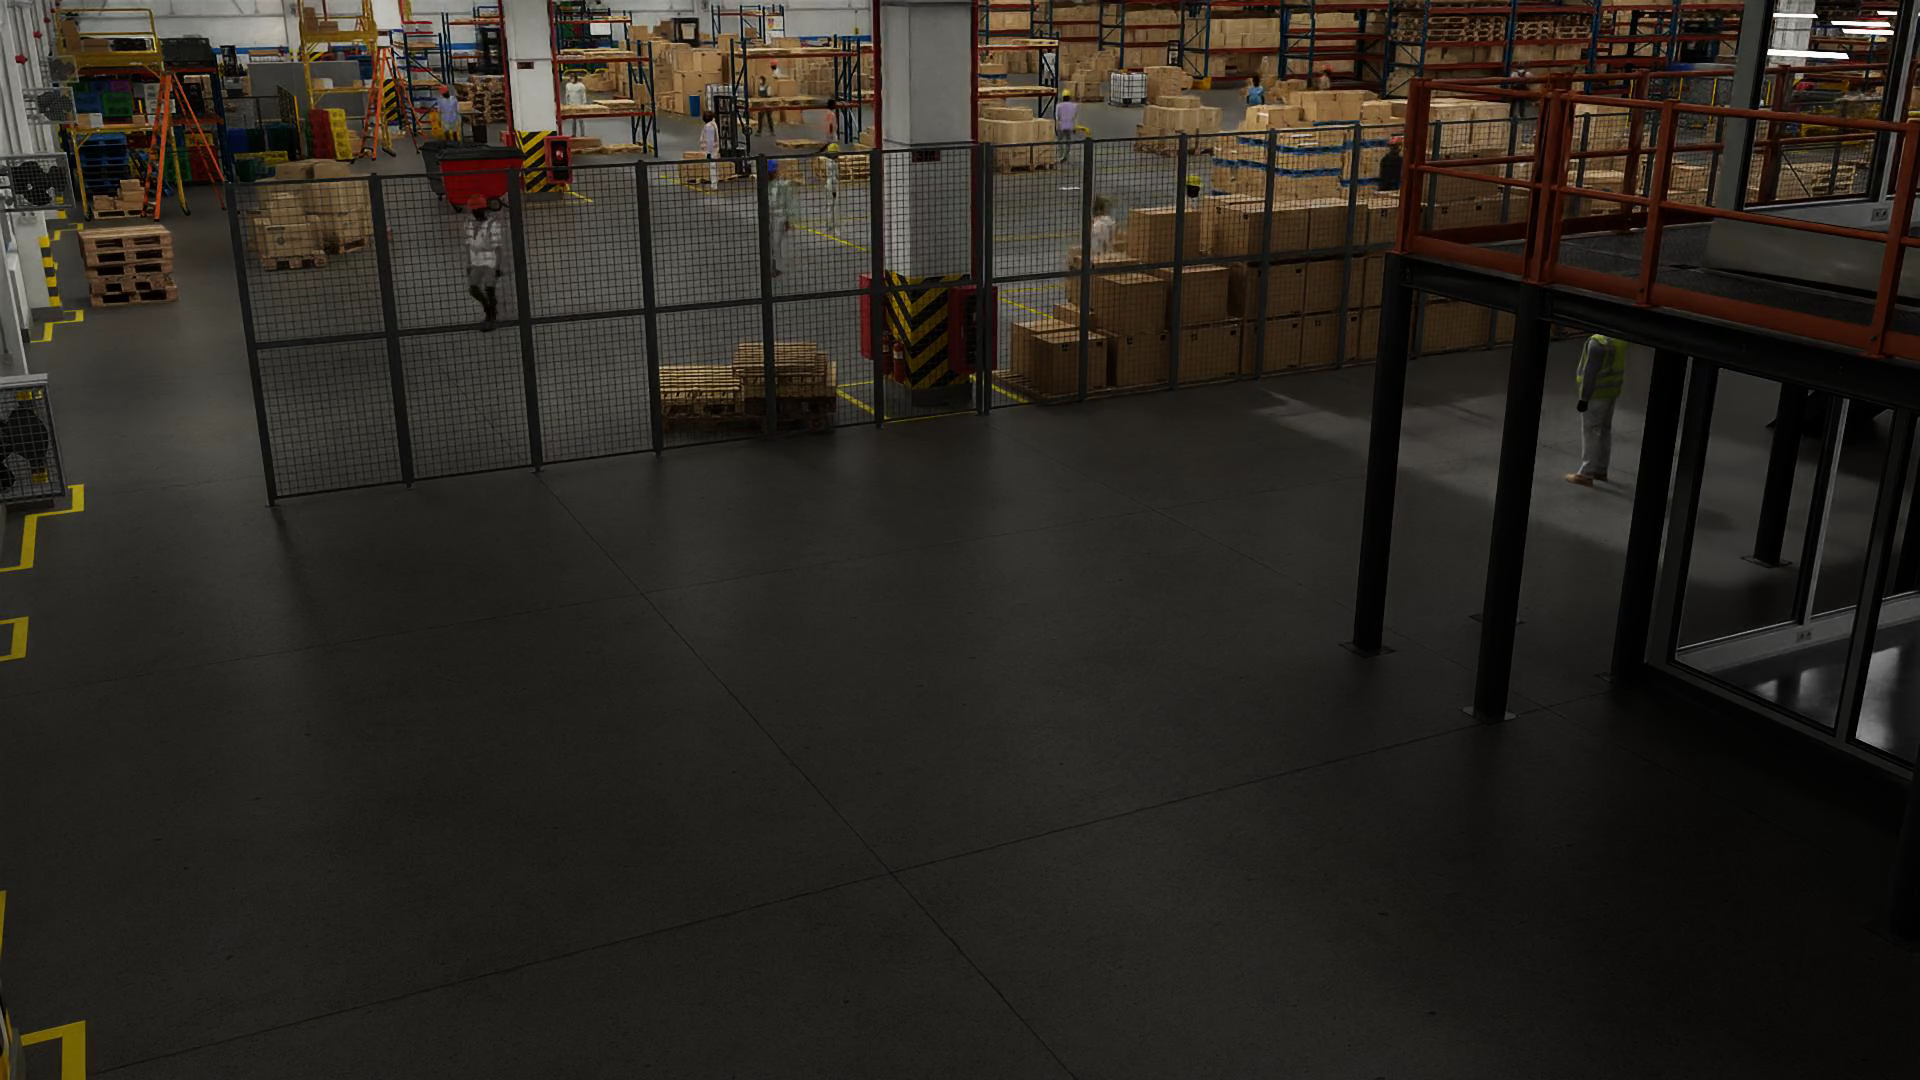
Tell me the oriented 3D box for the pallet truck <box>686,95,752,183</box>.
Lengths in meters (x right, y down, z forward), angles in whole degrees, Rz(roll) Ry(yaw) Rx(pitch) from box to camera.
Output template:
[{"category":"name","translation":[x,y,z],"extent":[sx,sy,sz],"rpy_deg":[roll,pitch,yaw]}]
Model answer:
[{"category":"pallet truck","translation":[-5.836,-9.608,39.856],"extent":[0.823,1.965,1.885],"rpy_deg":[10,22,27]}]

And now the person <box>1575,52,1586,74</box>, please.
[{"category":"person","translation":[24.691,-18.513,66.123],"extent":[0.542,1.695,0.316],"rpy_deg":[13,23,33]}]

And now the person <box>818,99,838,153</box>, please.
[{"category":"person","translation":[-3.410,-10.654,43.373],"extent":[0.683,1.674,0.540],"rpy_deg":[-5,20,-14]}]

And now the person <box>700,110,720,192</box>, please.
[{"category":"person","translation":[-5.702,-8.874,37.964],"extent":[0.430,1.845,0.624],"rpy_deg":[0,19,0]}]

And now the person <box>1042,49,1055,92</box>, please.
[{"category":"person","translation":[3.584,-18.854,66.706],"extent":[0.607,1.966,0.367],"rpy_deg":[0,19,-1]}]

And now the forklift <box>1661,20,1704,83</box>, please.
[{"category":"forklift","translation":[30.268,-20.118,68.990],"extent":[1.873,2.768,1.129],"rpy_deg":[-8,21,-22]}]

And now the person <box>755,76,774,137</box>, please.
[{"category":"person","translation":[-5.917,-13.111,50.323],"extent":[0.536,1.801,0.963],"rpy_deg":[7,20,20]}]

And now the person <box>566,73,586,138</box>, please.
[{"category":"person","translation":[-11.458,-12.951,49.644],"extent":[0.627,1.934,0.372],"rpy_deg":[3,19,10]}]

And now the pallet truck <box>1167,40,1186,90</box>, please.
[{"category":"pallet truck","translation":[9.045,-19.971,69.895],"extent":[0.823,1.965,1.885],"rpy_deg":[-3,19,-8]}]

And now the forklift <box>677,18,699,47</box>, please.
[{"category":"forklift","translation":[-11.715,-21.162,72.015],"extent":[1.129,2.768,1.873],"rpy_deg":[-6,20,-16]}]

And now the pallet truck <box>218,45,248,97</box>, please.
[{"category":"pallet truck","translation":[-28.879,-18.665,66.111],"extent":[0.823,1.965,1.885],"rpy_deg":[-3,19,-9]}]

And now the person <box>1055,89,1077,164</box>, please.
[{"category":"person","translation":[2.751,-10.786,43.399],"extent":[0.600,1.906,0.480],"rpy_deg":[-4,19,-11]}]

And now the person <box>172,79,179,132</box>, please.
[{"category":"person","translation":[-24.405,-13.456,51.566],"extent":[0.515,1.634,0.313],"rpy_deg":[13,23,33]}]

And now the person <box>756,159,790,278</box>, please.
[{"category":"person","translation":[-3.083,-5.342,27.583],"extent":[0.612,1.935,0.549],"rpy_deg":[6,20,18]}]

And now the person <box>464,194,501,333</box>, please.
[{"category":"person","translation":[-6.701,-3.887,23.371],"extent":[0.563,1.927,0.423],"rpy_deg":[6,20,17]}]

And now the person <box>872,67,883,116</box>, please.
[{"category":"person","translation":[-2.786,-15.671,57.551],"extent":[0.376,1.917,0.600],"rpy_deg":[-12,23,-32]}]

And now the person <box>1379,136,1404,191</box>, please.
[{"category":"person","translation":[8.037,-6.530,31.027],"extent":[0.842,1.928,0.632],"rpy_deg":[-14,23,-34]}]

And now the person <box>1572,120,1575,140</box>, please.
[{"category":"person","translation":[13.872,-9.113,38.356],"extent":[0.395,2.038,0.615],"rpy_deg":[-3,19,-8]}]

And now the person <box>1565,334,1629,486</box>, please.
[{"category":"person","translation":[6.318,-1.454,16.476],"extent":[0.431,1.836,0.619],"rpy_deg":[18,26,42]}]

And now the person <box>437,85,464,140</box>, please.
[{"category":"person","translation":[-13.815,-11.367,45.111],"extent":[0.668,1.888,0.691],"rpy_deg":[-3,19,-10]}]

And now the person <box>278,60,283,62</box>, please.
[{"category":"person","translation":[-22.864,-15.228,56.259],"extent":[0.622,1.932,0.368],"rpy_deg":[-8,21,-22]}]

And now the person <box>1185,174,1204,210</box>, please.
[{"category":"person","translation":[3.538,-4.685,25.695],"extent":[0.385,1.922,0.594],"rpy_deg":[4,20,13]}]

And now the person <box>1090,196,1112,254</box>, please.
[{"category":"person","translation":[2.038,-3.896,23.494],"extent":[1.029,1.894,0.618],"rpy_deg":[5,20,15]}]

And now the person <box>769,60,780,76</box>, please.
[{"category":"person","translation":[-6.386,-15.568,57.299],"extent":[0.725,1.884,0.631],"rpy_deg":[-3,19,-9]}]

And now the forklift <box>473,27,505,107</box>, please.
[{"category":"forklift","translation":[-16.997,-17.308,60.842],"extent":[1.129,2.768,1.873],"rpy_deg":[11,22,29]}]

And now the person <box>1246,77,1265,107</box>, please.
[{"category":"person","translation":[9.232,-13.648,52.110],"extent":[0.537,1.628,0.915],"rpy_deg":[11,22,29]}]

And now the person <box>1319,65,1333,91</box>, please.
[{"category":"person","translation":[11.897,-14.387,53.851],"extent":[0.786,1.907,0.560],"rpy_deg":[10,21,27]}]

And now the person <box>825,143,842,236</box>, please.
[{"category":"person","translation":[-2.431,-6.718,31.860],"extent":[0.313,1.744,0.487],"rpy_deg":[-4,19,-11]}]

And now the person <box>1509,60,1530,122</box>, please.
[{"category":"person","translation":[18.570,-14.937,55.237],"extent":[0.687,2.000,0.980],"rpy_deg":[1,19,2]}]
